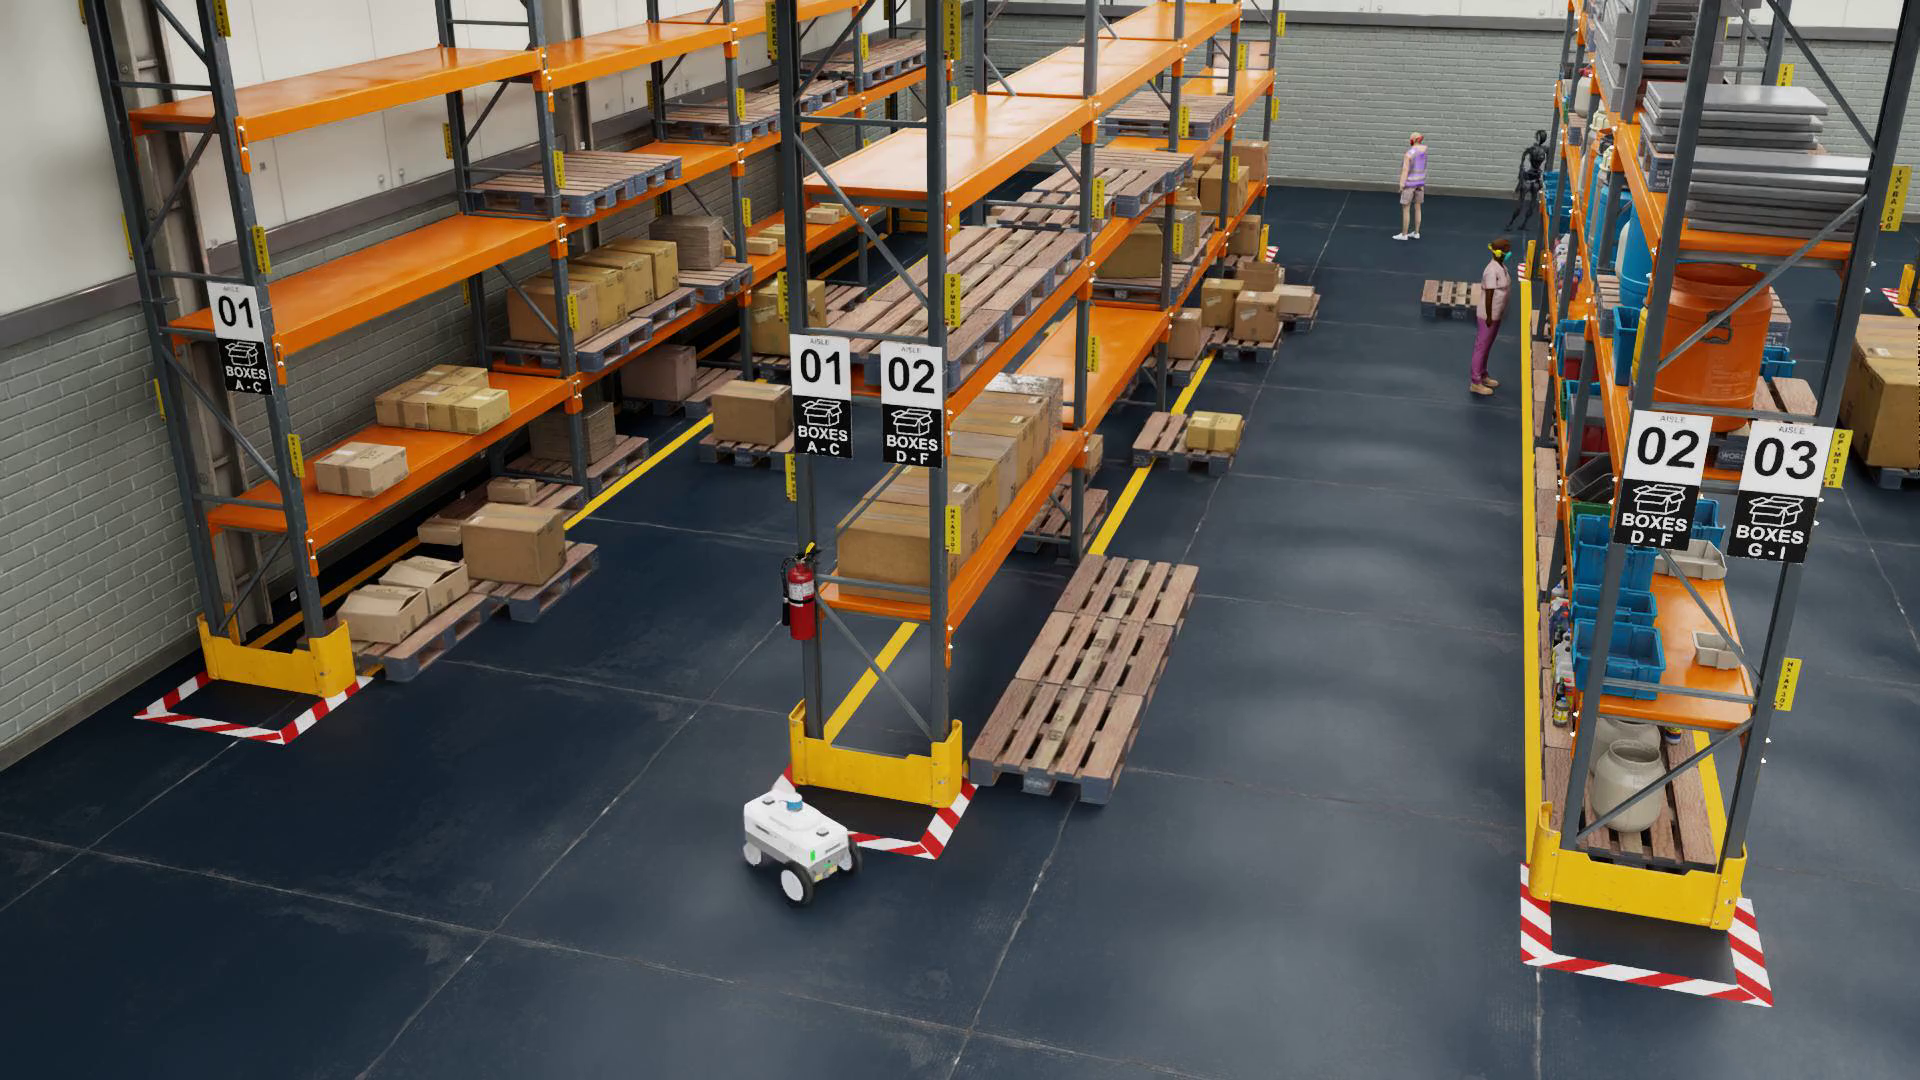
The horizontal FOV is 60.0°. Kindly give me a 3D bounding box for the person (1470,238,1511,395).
[{"bbox_3d":[6.165,-2.606,19.281,0.331,1.802,0.517,12,26,26],"label":"person"}]

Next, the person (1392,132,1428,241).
[{"bbox_3d":[7.171,-5.601,26.370,0.489,1.688,0.348,-13,26,-27],"label":"person"}]

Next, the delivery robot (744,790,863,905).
[{"bbox_3d":[-1.024,1.878,10.455,0.797,0.593,0.499,21,31,40],"label":"delivery robot"}]

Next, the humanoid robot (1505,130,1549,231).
[{"bbox_3d":[9.244,-5.813,26.890,0.601,1.642,0.394,-7,24,-15],"label":"humanoid robot"}]
